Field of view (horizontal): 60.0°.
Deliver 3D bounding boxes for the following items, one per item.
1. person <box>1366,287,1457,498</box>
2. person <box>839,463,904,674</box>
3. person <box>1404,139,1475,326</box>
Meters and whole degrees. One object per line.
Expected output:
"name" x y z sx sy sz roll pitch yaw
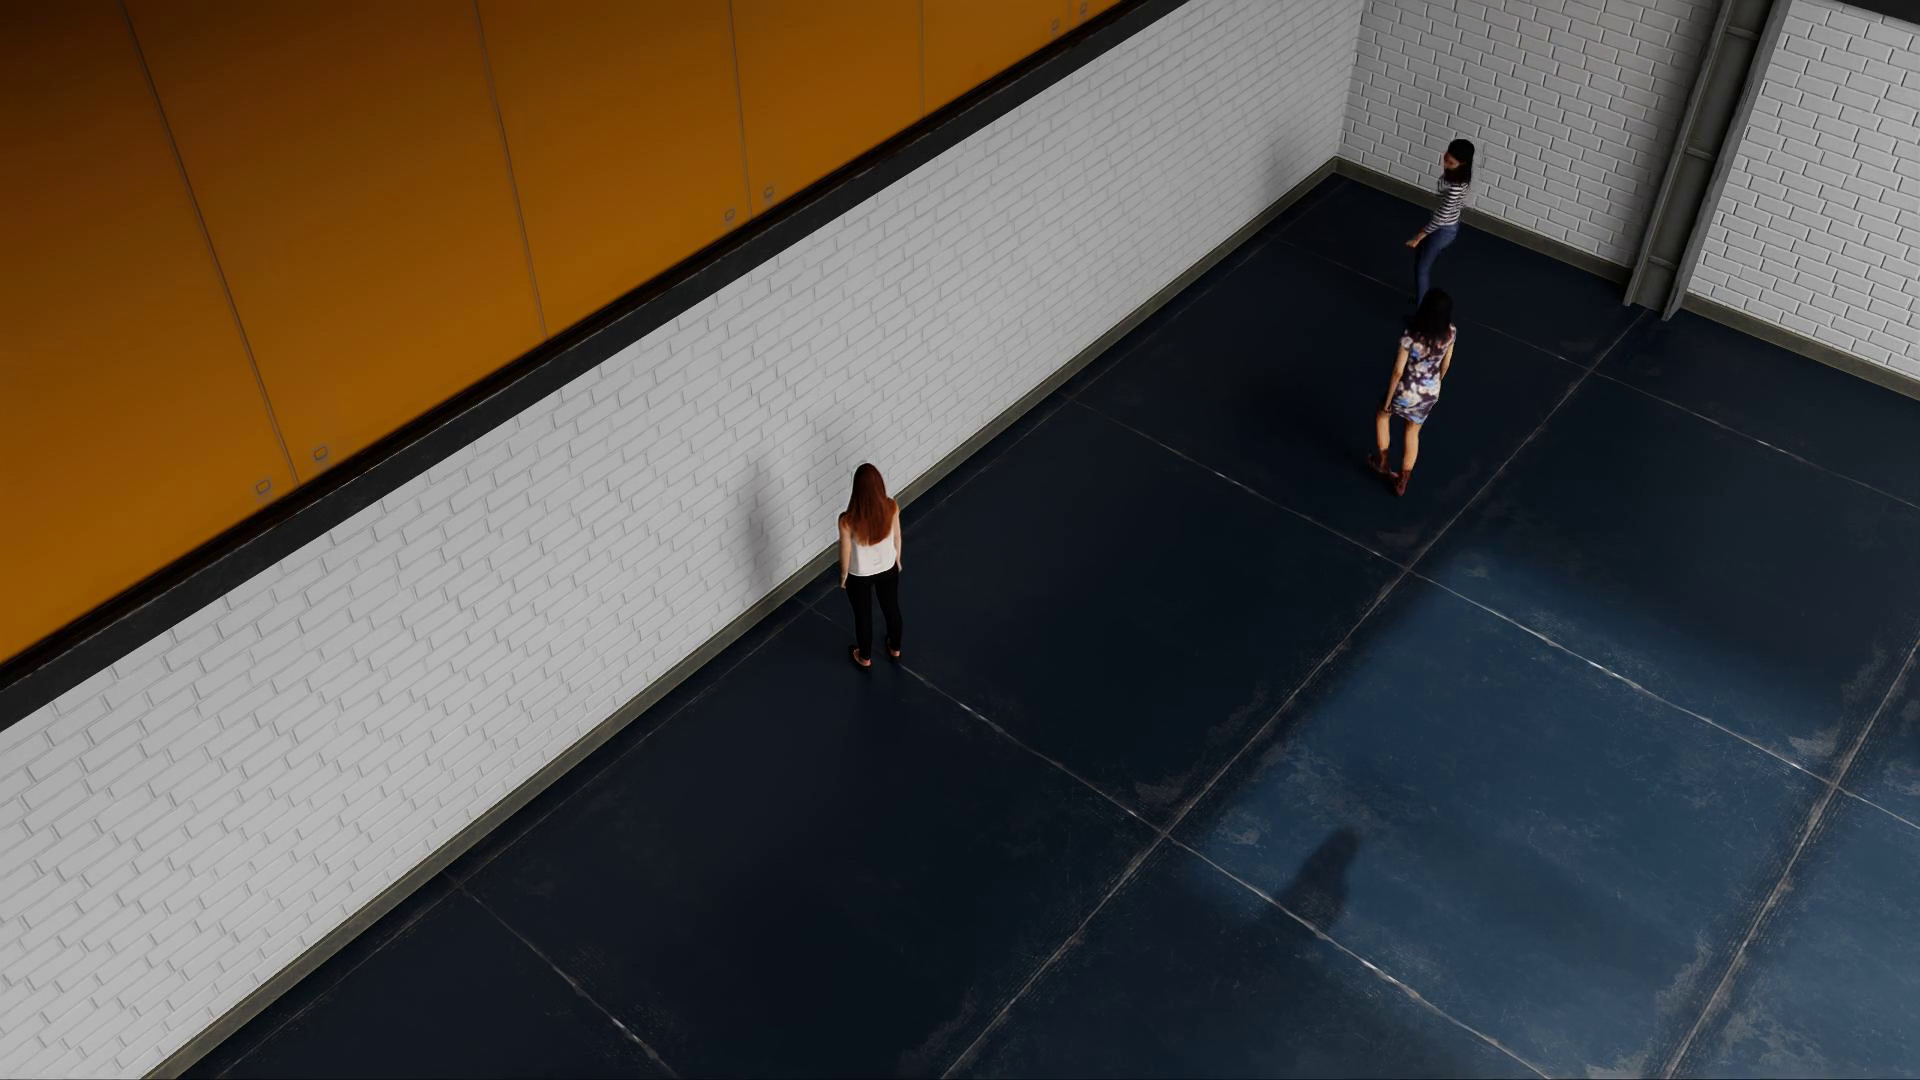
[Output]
"person" 3.243 -0.992 11.809 0.784 1.721 0.842 -7 44 -7
"person" -0.553 0.185 10.574 0.645 1.722 0.643 -17 46 -17
"person" 3.857 -2.402 13.261 0.754 1.761 0.797 24 48 23
